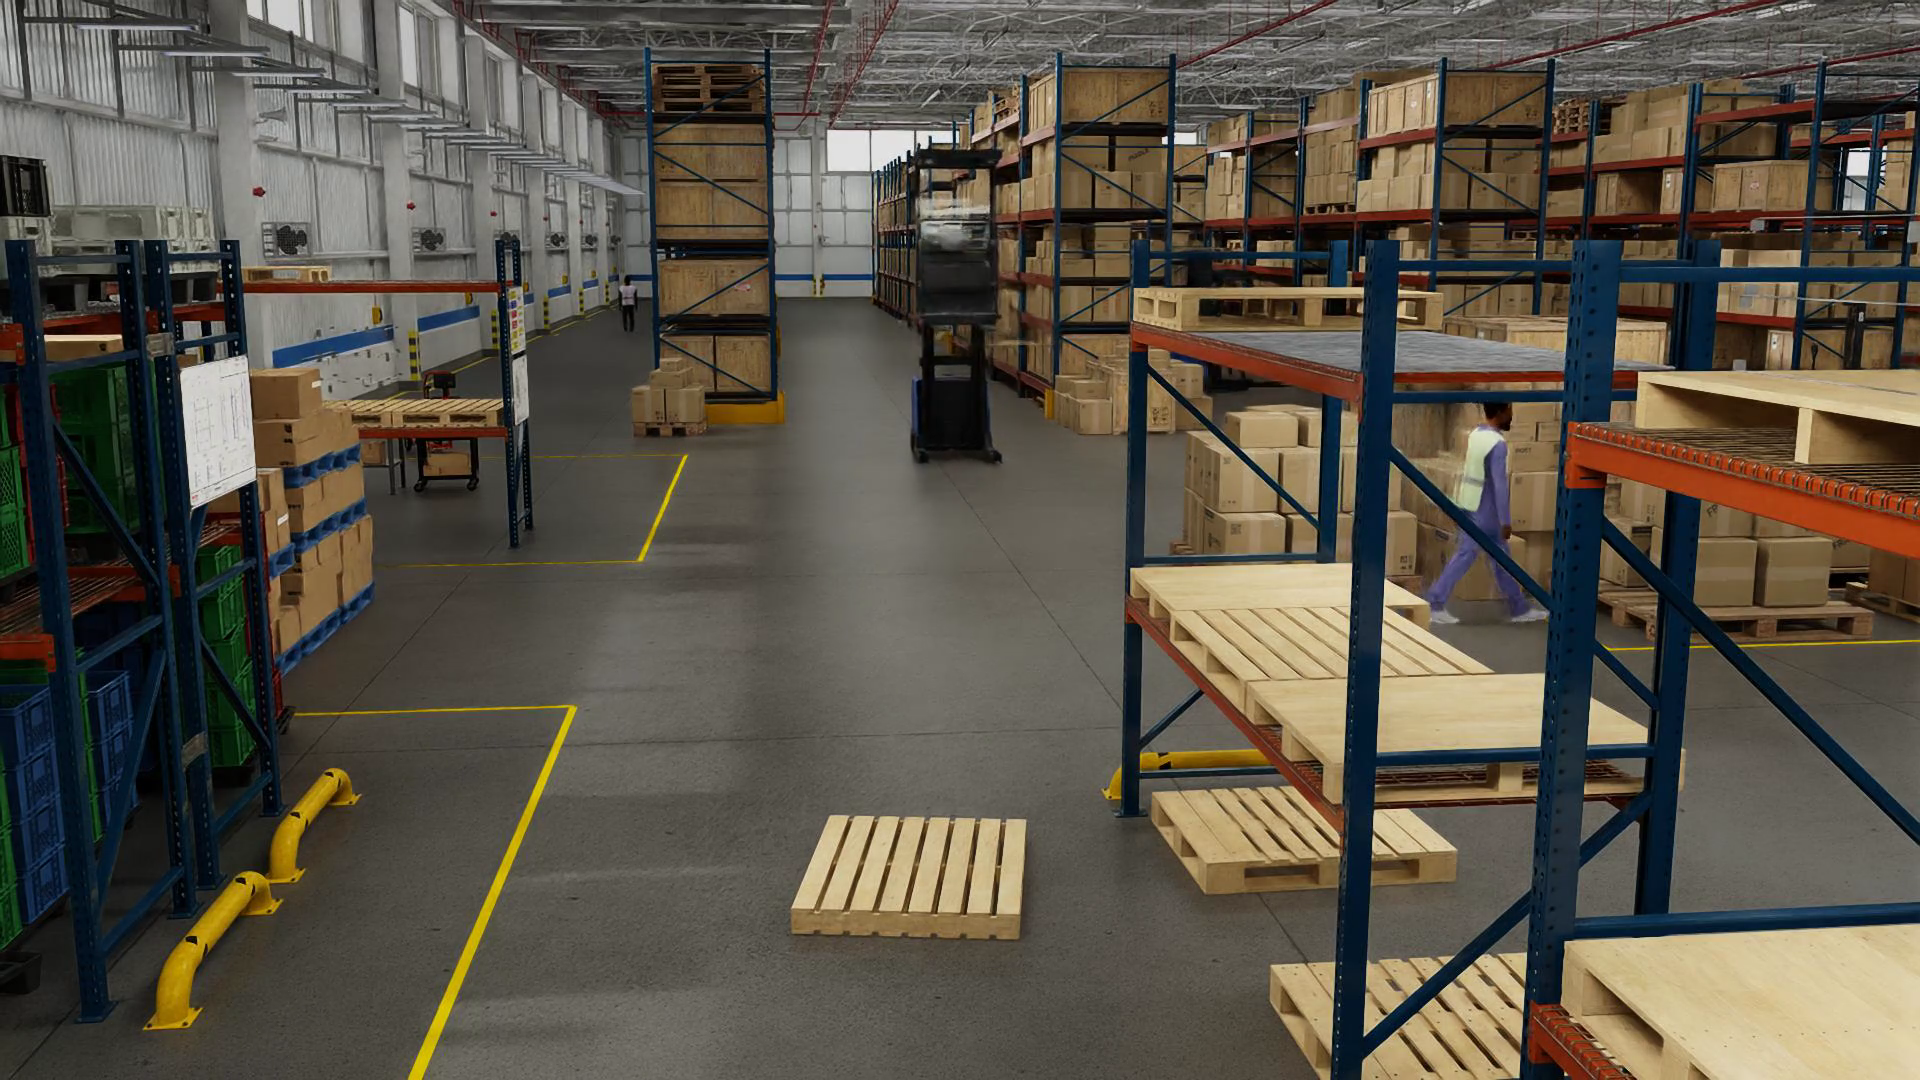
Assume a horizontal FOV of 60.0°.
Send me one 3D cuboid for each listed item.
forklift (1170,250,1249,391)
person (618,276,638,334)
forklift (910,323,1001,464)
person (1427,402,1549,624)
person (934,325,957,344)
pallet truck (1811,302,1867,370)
[{"bbox_3d":[4.770,-4.417,33.407,1.873,2.768,1.129,-1,10,-6],"label":"forklift"},{"bbox_3d":[-10.761,-7.619,53.976,0.612,1.874,1.007,-3,11,-19],"label":"person"},{"bbox_3d":[-0.101,-2.556,23.098,1.129,2.768,1.873,-1,10,-6],"label":"forklift"},{"bbox_3d":[4.161,-0.244,13.095,1.034,1.865,0.606,1,10,3],"label":"person"},{"bbox_3d":[-0.331,-6.571,48.386,0.980,1.799,0.615,4,11,22],"label":"person"},{"bbox_3d":[15.846,-3.142,28.793,1.885,1.965,0.823,2,10,12],"label":"pallet truck"}]
